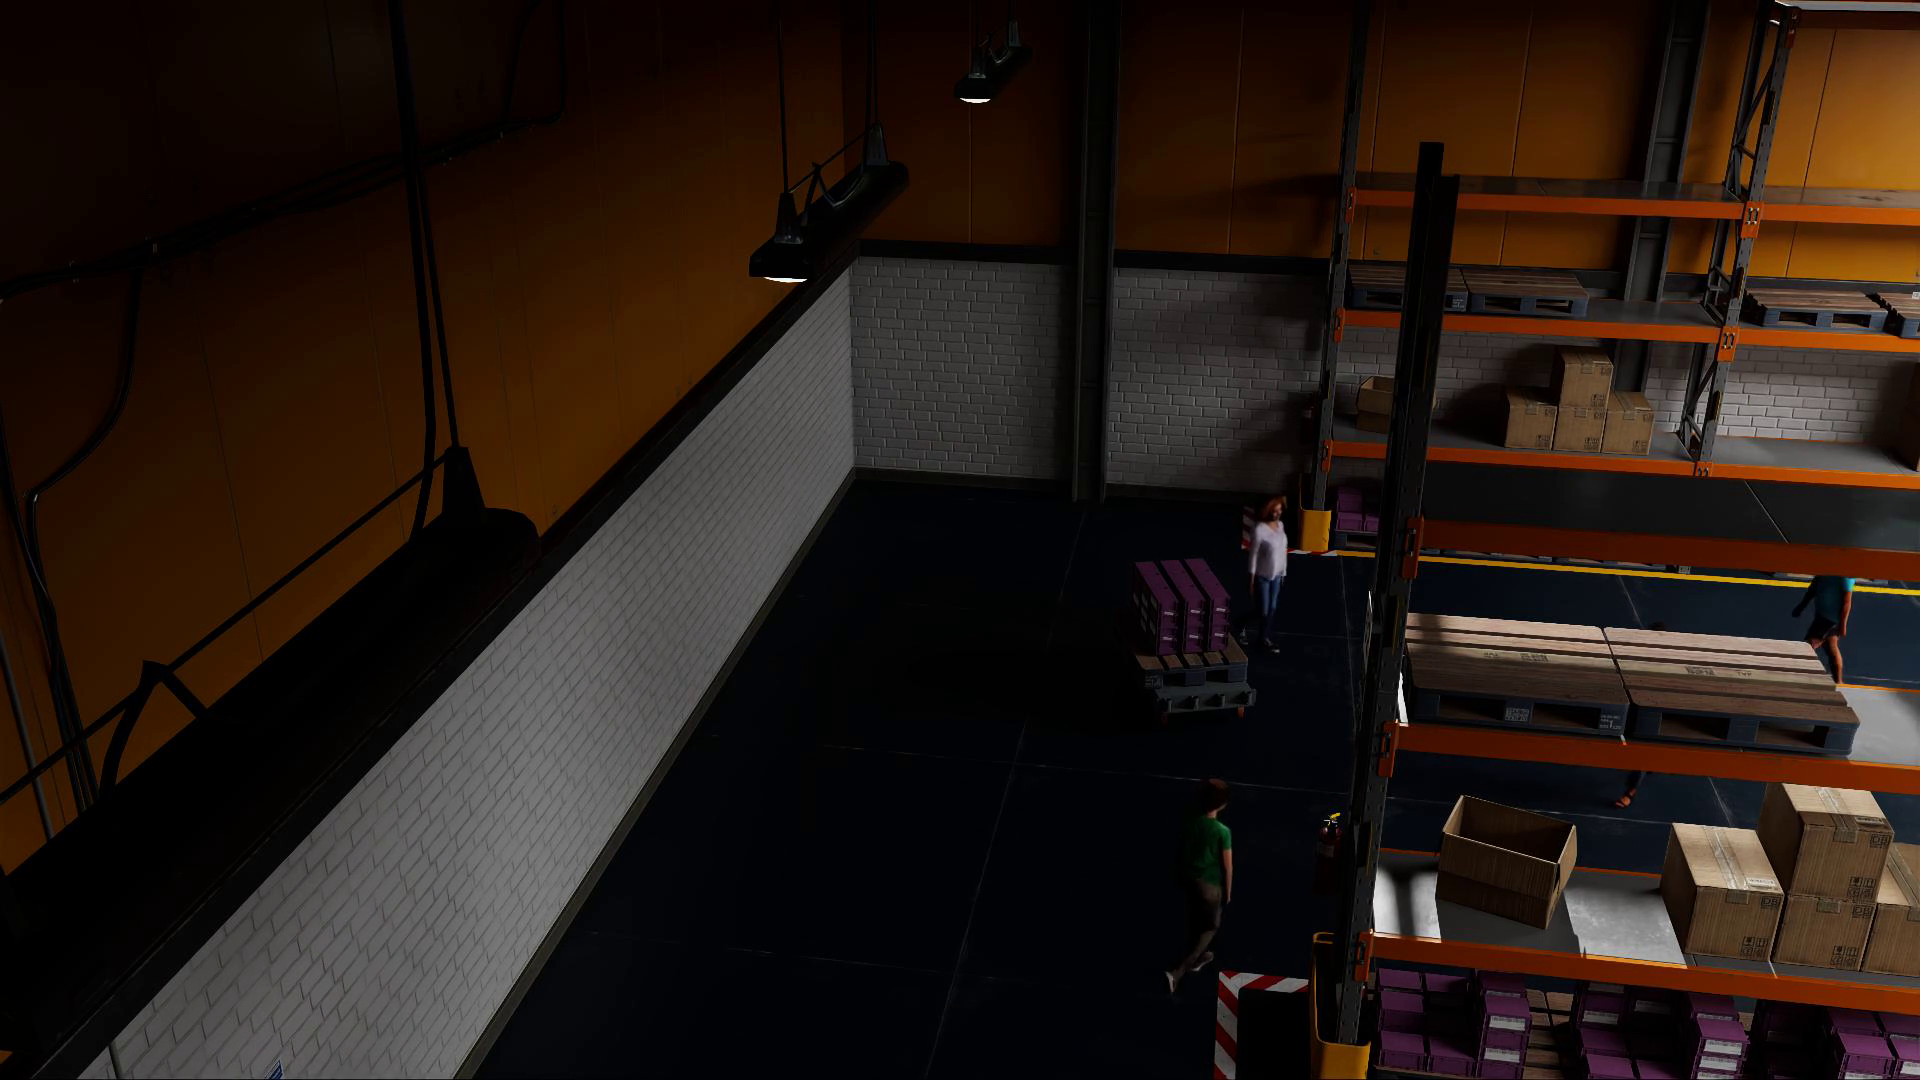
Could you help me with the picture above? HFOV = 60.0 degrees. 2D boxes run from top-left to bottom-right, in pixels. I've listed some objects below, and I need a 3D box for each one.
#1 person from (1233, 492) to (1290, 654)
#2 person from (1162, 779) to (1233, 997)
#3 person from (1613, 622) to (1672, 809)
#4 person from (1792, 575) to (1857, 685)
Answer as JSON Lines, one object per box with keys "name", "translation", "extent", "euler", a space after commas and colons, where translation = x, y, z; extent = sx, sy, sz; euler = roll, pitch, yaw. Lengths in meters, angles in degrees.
{"name": "person", "translation": [2.941, 0.302, 16.395], "extent": [0.840, 1.697, 0.899], "euler": [-19, 30, -36]}
{"name": "person", "translation": [1.645, 2.439, 11.590], "extent": [1.005, 1.630, 0.975], "euler": [20, 30, 38]}
{"name": "person", "translation": [5.763, 1.427, 13.862], "extent": [0.970, 1.664, 0.887], "euler": [-13, 27, -26]}
{"name": "person", "translation": [8.135, 0.718, 15.392], "extent": [1.043, 1.738, 0.649], "euler": [3, 24, 7]}
